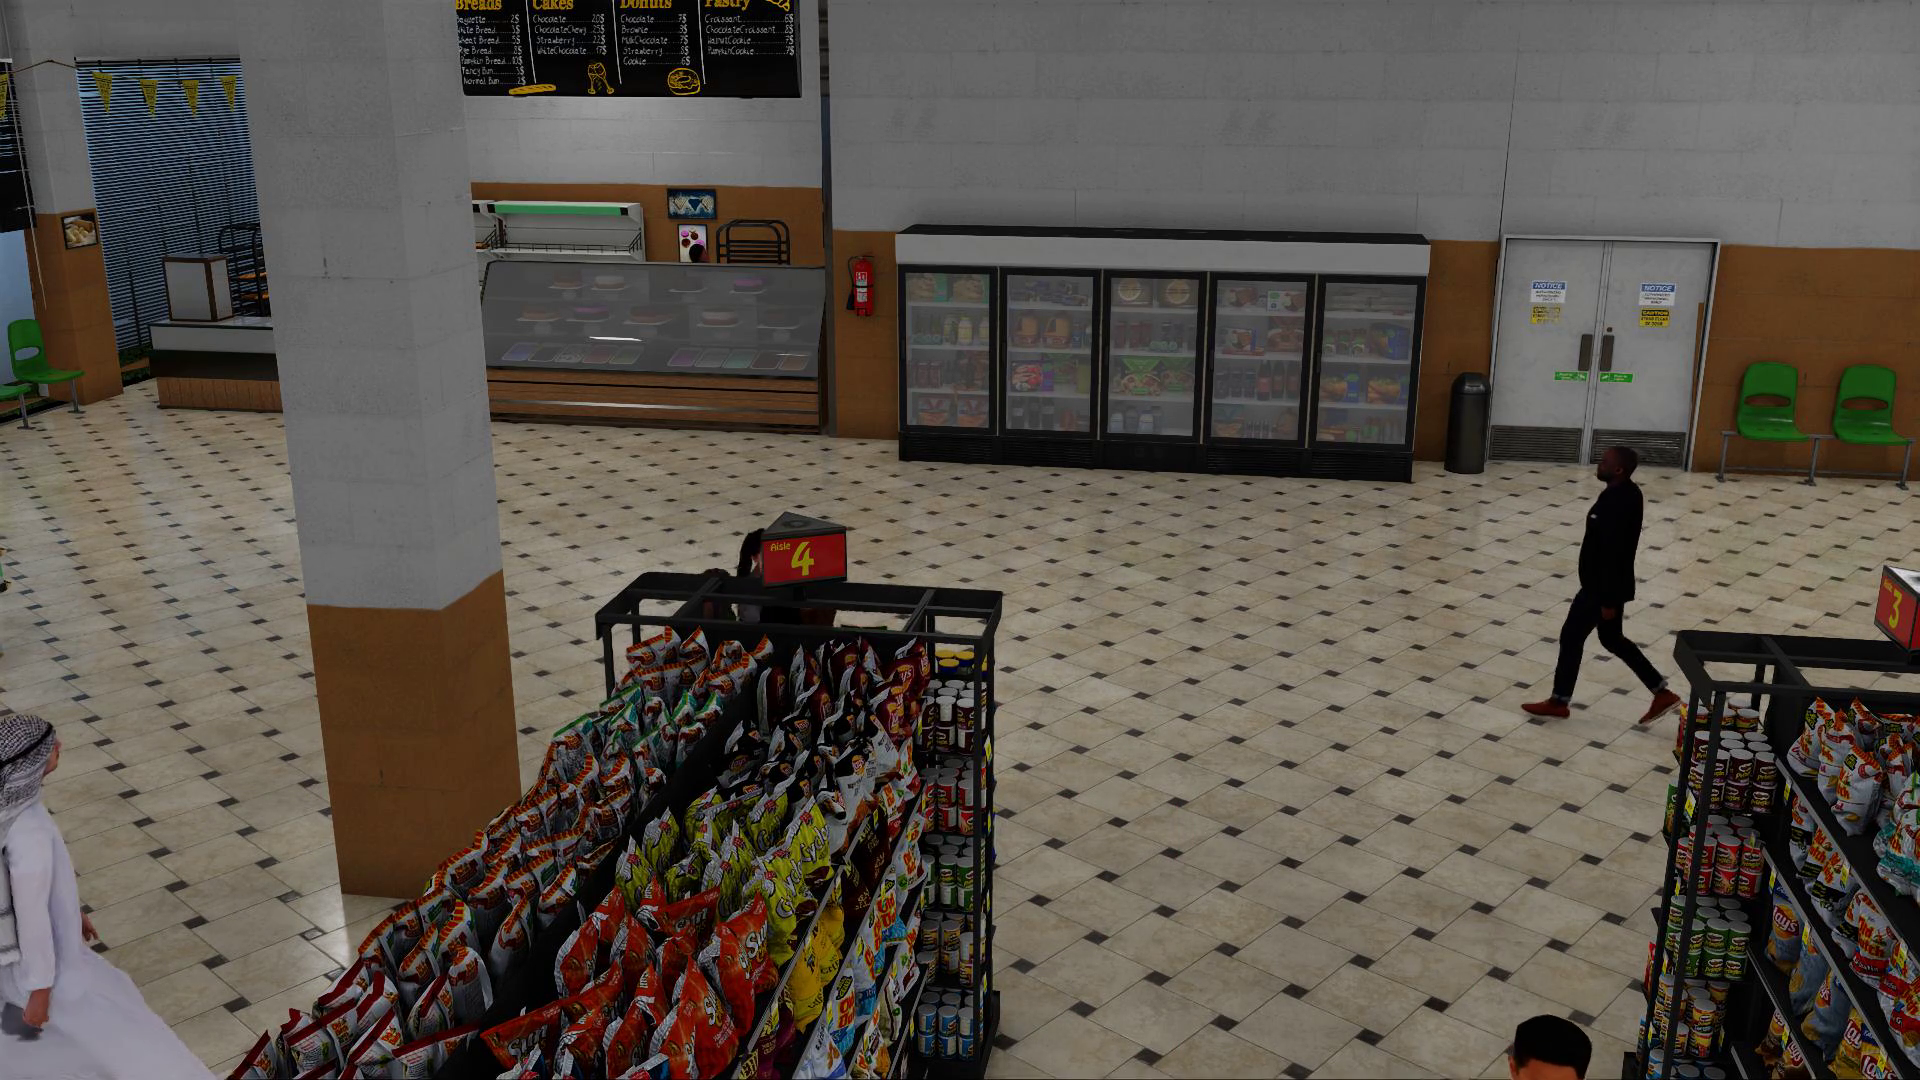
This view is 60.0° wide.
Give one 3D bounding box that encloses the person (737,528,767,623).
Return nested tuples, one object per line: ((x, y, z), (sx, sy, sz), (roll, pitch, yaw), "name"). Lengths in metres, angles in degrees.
((-1.165, 0.743, 9.134), (0.807, 1.615, 1.083), (5, 18, 17), "person")

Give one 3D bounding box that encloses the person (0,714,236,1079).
((-3.407, 1.575, 5.964), (1.115, 1.863, 1.383), (14, 22, 38), "person")

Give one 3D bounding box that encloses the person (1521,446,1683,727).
((4.059, 0.319, 10.236), (1.059, 1.786, 1.208), (11, 20, 31), "person")
